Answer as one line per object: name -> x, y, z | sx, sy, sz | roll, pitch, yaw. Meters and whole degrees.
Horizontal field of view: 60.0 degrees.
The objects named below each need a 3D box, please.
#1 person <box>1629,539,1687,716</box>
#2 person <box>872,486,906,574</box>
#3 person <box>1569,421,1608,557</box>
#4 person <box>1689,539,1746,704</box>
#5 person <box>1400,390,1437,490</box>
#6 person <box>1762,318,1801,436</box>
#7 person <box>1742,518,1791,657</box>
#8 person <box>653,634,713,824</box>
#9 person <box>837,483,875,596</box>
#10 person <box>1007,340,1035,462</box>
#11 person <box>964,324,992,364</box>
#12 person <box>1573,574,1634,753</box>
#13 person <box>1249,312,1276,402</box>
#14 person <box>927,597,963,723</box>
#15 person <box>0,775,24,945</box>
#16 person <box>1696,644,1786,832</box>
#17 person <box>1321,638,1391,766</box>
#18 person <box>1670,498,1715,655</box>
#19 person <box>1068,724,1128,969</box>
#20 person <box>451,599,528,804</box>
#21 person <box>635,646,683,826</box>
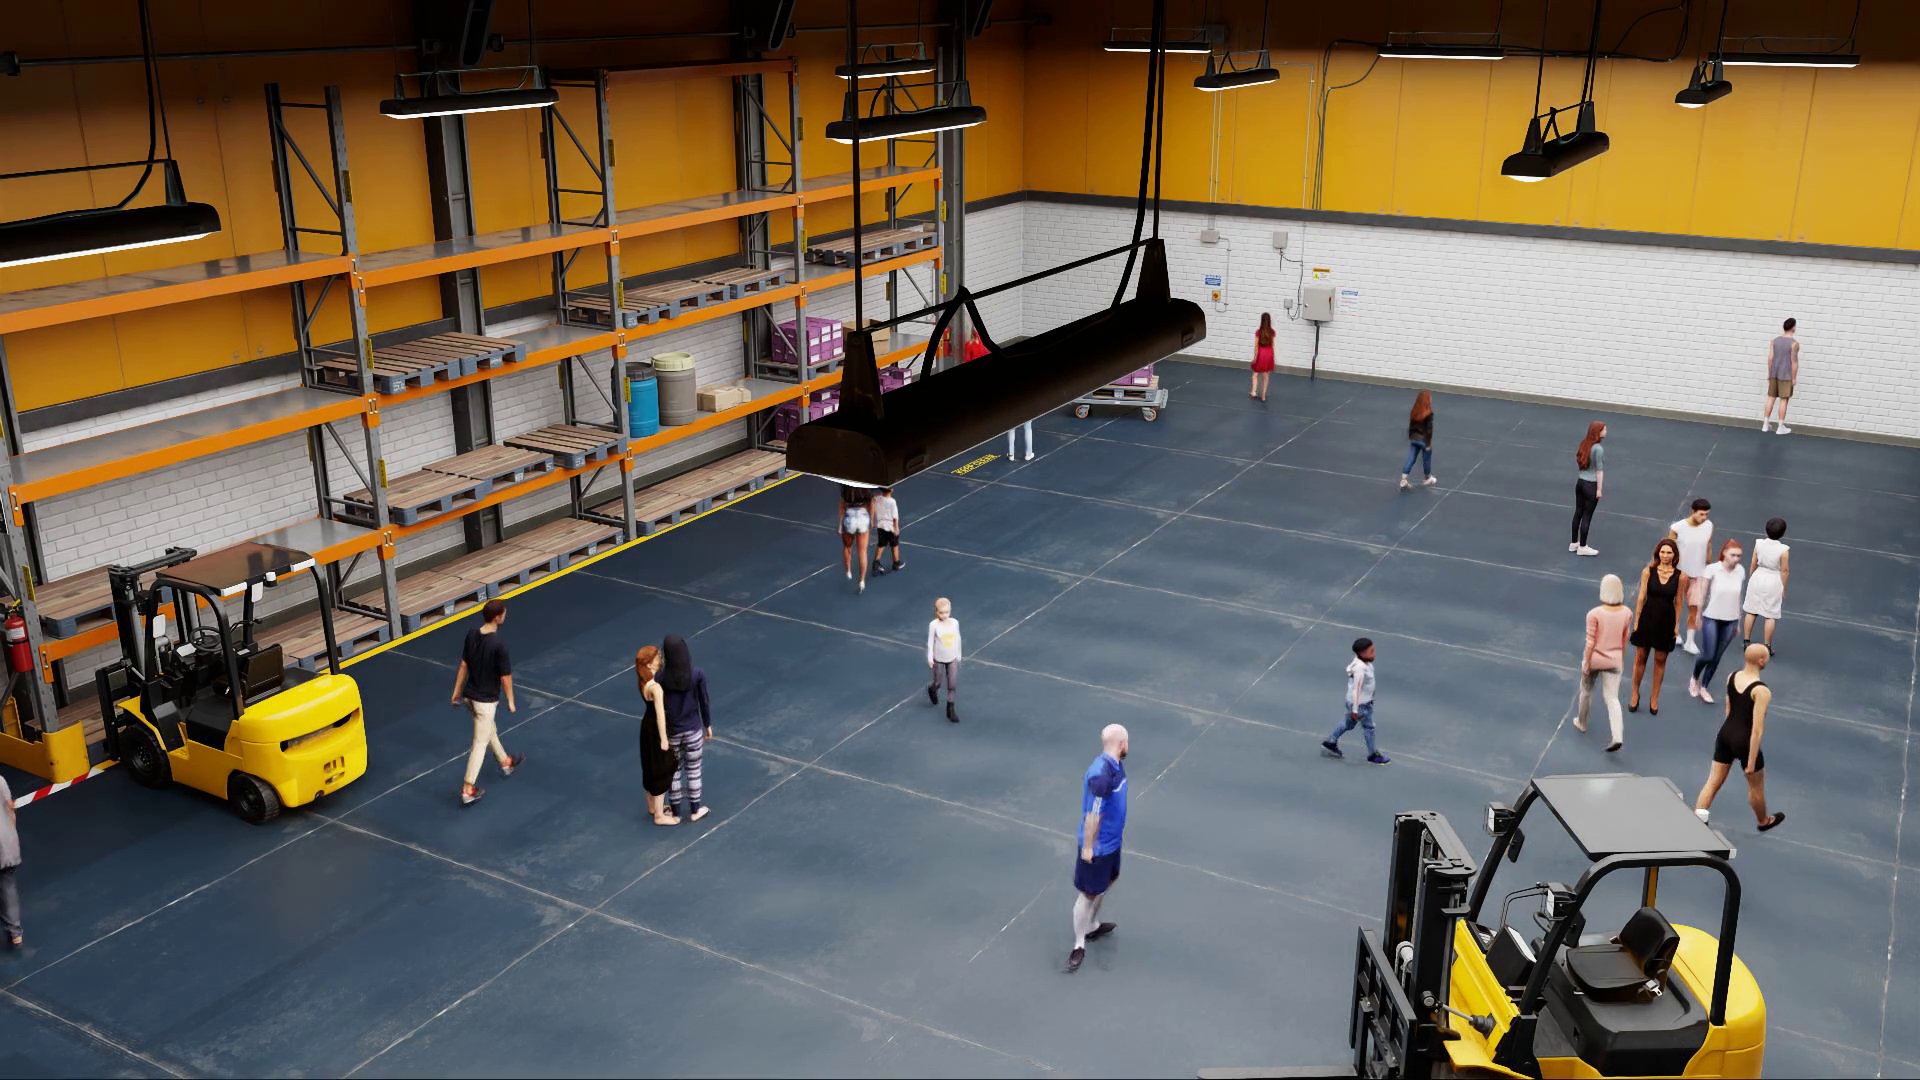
person -> 6.921, 0.865, 16.517 | 0.616, 1.834, 0.575 | 7, 20, 19
person -> -0.932, -0.185, 20.549 | 0.524, 1.250, 0.774 | 12, 22, 33
person -> 8.020, -0.671, 21.223 | 0.726, 1.742, 0.659 | -4, 19, -12
person -> 7.674, 0.797, 16.892 | 0.679, 1.724, 0.732 | 0, 19, 1
person -> 6.566, -1.412, 23.880 | 1.050, 1.449, 0.776 | -15, 24, -38
person -> 13.018, -2.612, 26.338 | 0.718, 1.847, 0.715 | -13, 22, -33
person -> 8.750, 0.501, 18.035 | 0.608, 1.556, 0.621 | -16, 25, -40
person -> -2.415, 1.633, 14.402 | 0.692, 1.729, 0.741 | -3, 19, -10
person -> -1.236, -0.127, 19.833 | 0.870, 1.597, 0.949 | -3, 19, -8
person -> 0.901, -2.140, 25.414 | 0.731, 1.850, 0.701 | 1, 19, 4
person -> 0.287, -2.757, 27.489 | 0.882, 1.695, 0.942 | -5, 19, -14
person -> 6.154, 1.184, 15.792 | 0.990, 1.693, 1.176 | -1, 19, -3
person -> 5.325, -3.187, 29.012 | 0.757, 1.539, 0.854 | -1, 19, -2
person -> -0.175, 1.156, 16.546 | 0.784, 1.264, 0.820 | -7, 20, -20
person -> -7.354, 2.336, 12.570 | 1.097, 1.566, 0.973 | -13, 22, -33
person -> 6.475, 1.748, 14.005 | 1.213, 1.765, 1.133 | -6, 19, -16
person -> 3.681, 1.489, 15.585 | 0.710, 1.246, 0.858 | 4, 19, 12
person -> 7.957, 0.335, 18.250 | 0.884, 1.732, 1.064 | 2, 19, 5
person -> 0.993, 2.268, 12.387 | 0.972, 1.811, 0.581 | 11, 22, 30
person -> -4.322, 1.465, 14.812 | 0.695, 1.785, 1.094 | 10, 21, 28
person -> -2.646, 1.674, 14.444 | 0.723, 1.624, 0.670 | -6, 20, -18
